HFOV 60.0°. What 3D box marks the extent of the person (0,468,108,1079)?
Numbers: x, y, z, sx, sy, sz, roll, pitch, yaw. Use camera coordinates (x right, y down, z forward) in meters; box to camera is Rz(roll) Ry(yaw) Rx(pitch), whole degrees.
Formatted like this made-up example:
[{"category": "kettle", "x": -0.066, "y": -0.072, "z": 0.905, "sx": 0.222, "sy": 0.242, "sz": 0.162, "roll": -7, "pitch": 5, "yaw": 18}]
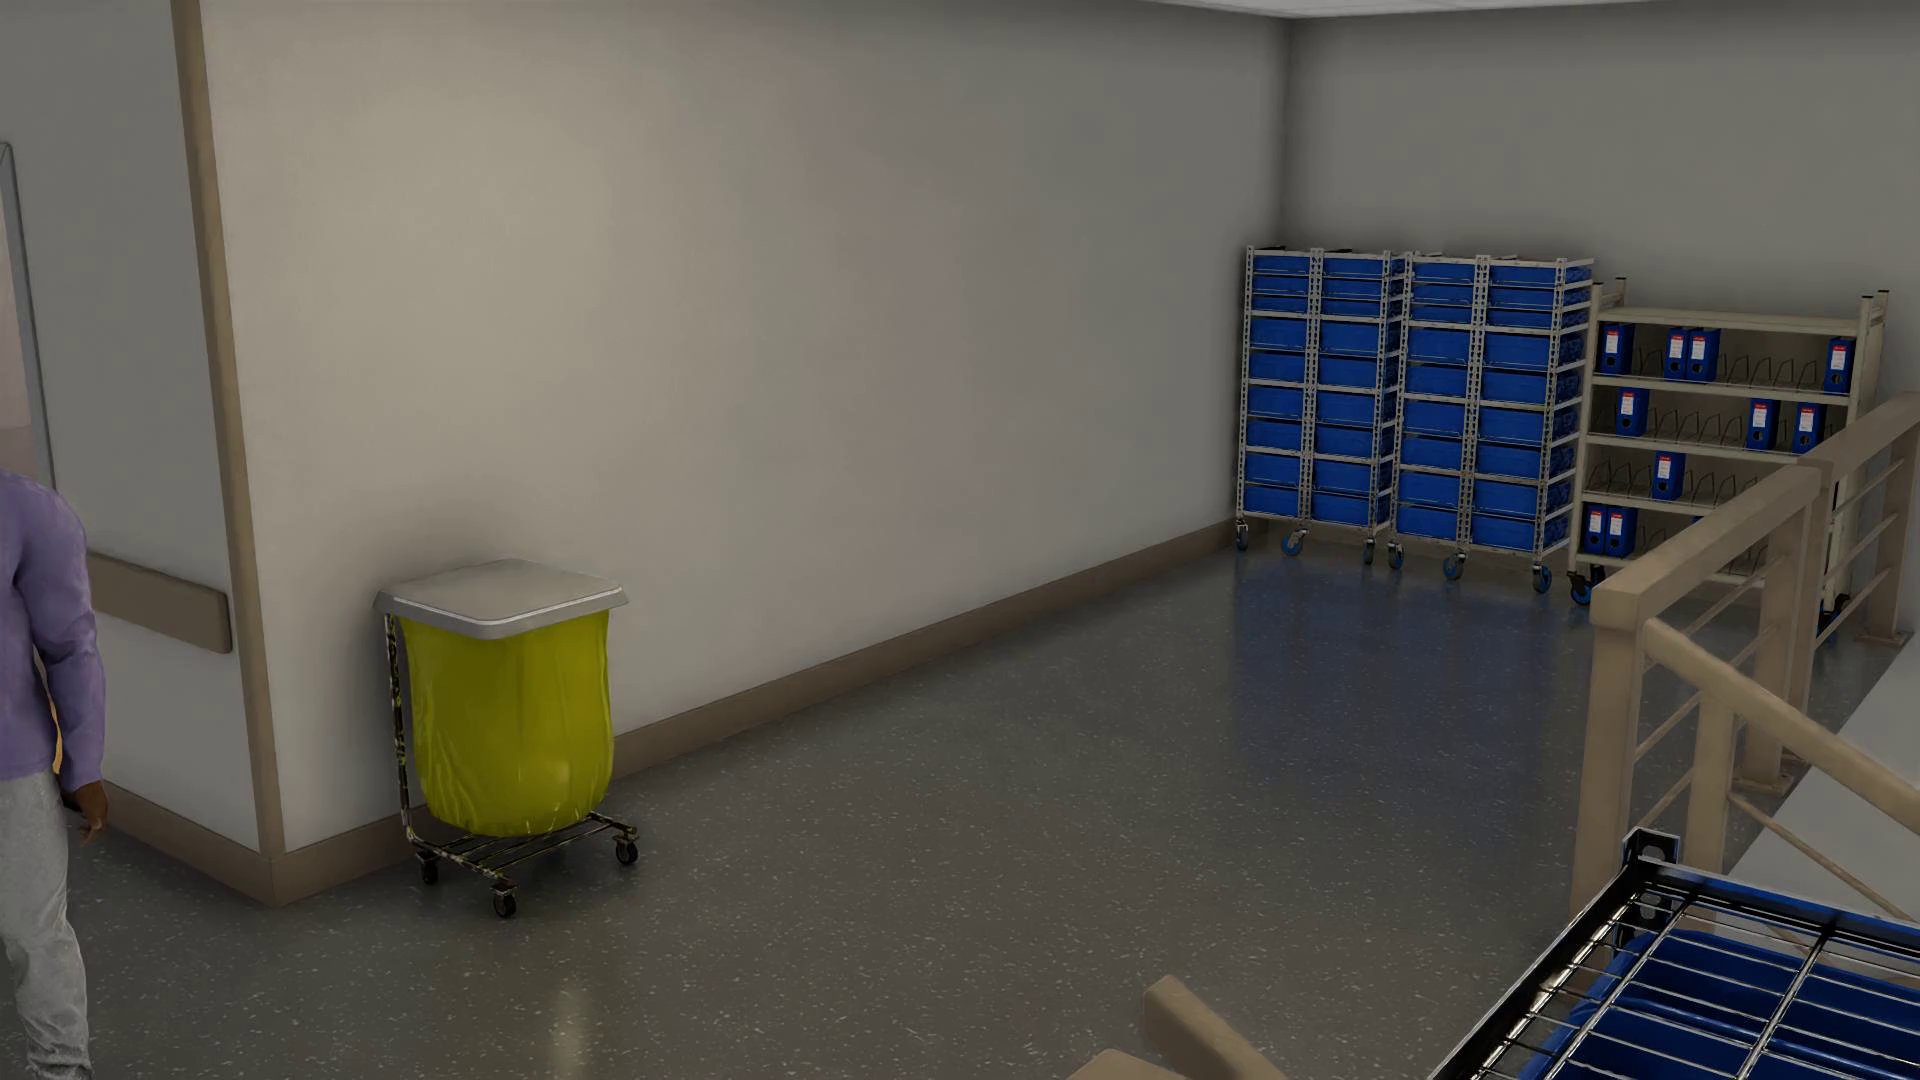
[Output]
[{"category": "person", "x": -2.211, "y": 0.524, "z": 3.651, "sx": 0.635, "sy": 1.937, "sz": 0.355, "roll": -4, "pitch": 14, "yaw": -16}]
